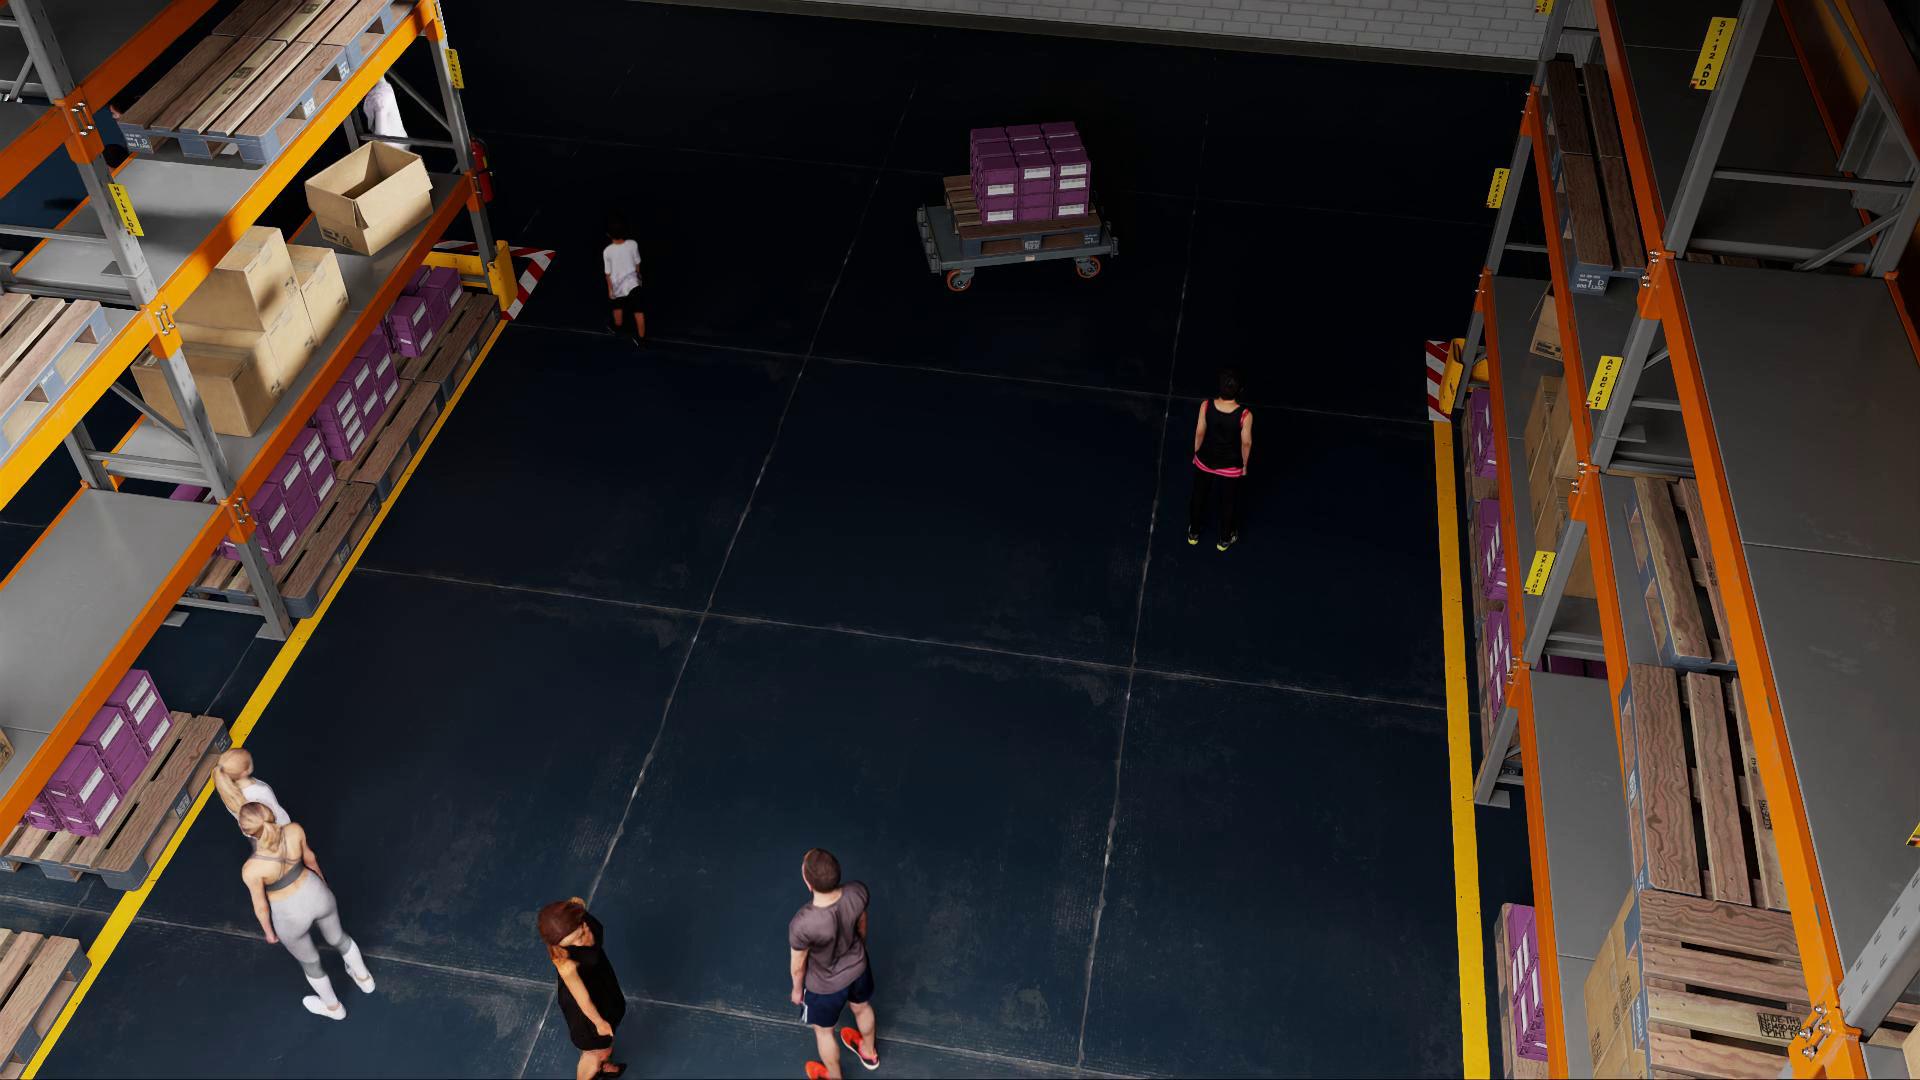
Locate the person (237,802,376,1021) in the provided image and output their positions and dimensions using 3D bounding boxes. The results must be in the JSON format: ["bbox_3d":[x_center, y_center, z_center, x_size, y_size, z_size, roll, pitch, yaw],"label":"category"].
[{"bbox_3d":[-3.511,1.971,8.890,0.694,1.697,0.573,25,49,24],"label":"person"}]

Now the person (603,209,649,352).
[{"bbox_3d":[-2.687,-2.066,13.458,0.729,1.242,0.795,-24,49,-24],"label":"person"}]

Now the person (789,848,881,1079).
[{"bbox_3d":[-0.635,2.221,8.518,0.703,1.848,0.794,-34,53,-30],"label":"person"}]

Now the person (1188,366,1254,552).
[{"bbox_3d":[1.824,-0.582,11.675,0.586,1.552,0.561,16,46,16],"label":"person"}]

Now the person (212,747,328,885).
[{"bbox_3d":[-3.999,1.645,9.536,0.504,1.278,0.499,10,45,11],"label":"person"}]

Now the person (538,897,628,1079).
[{"bbox_3d":[-1.882,2.283,8.484,0.754,1.806,0.628,-17,46,-17],"label":"person"}]
